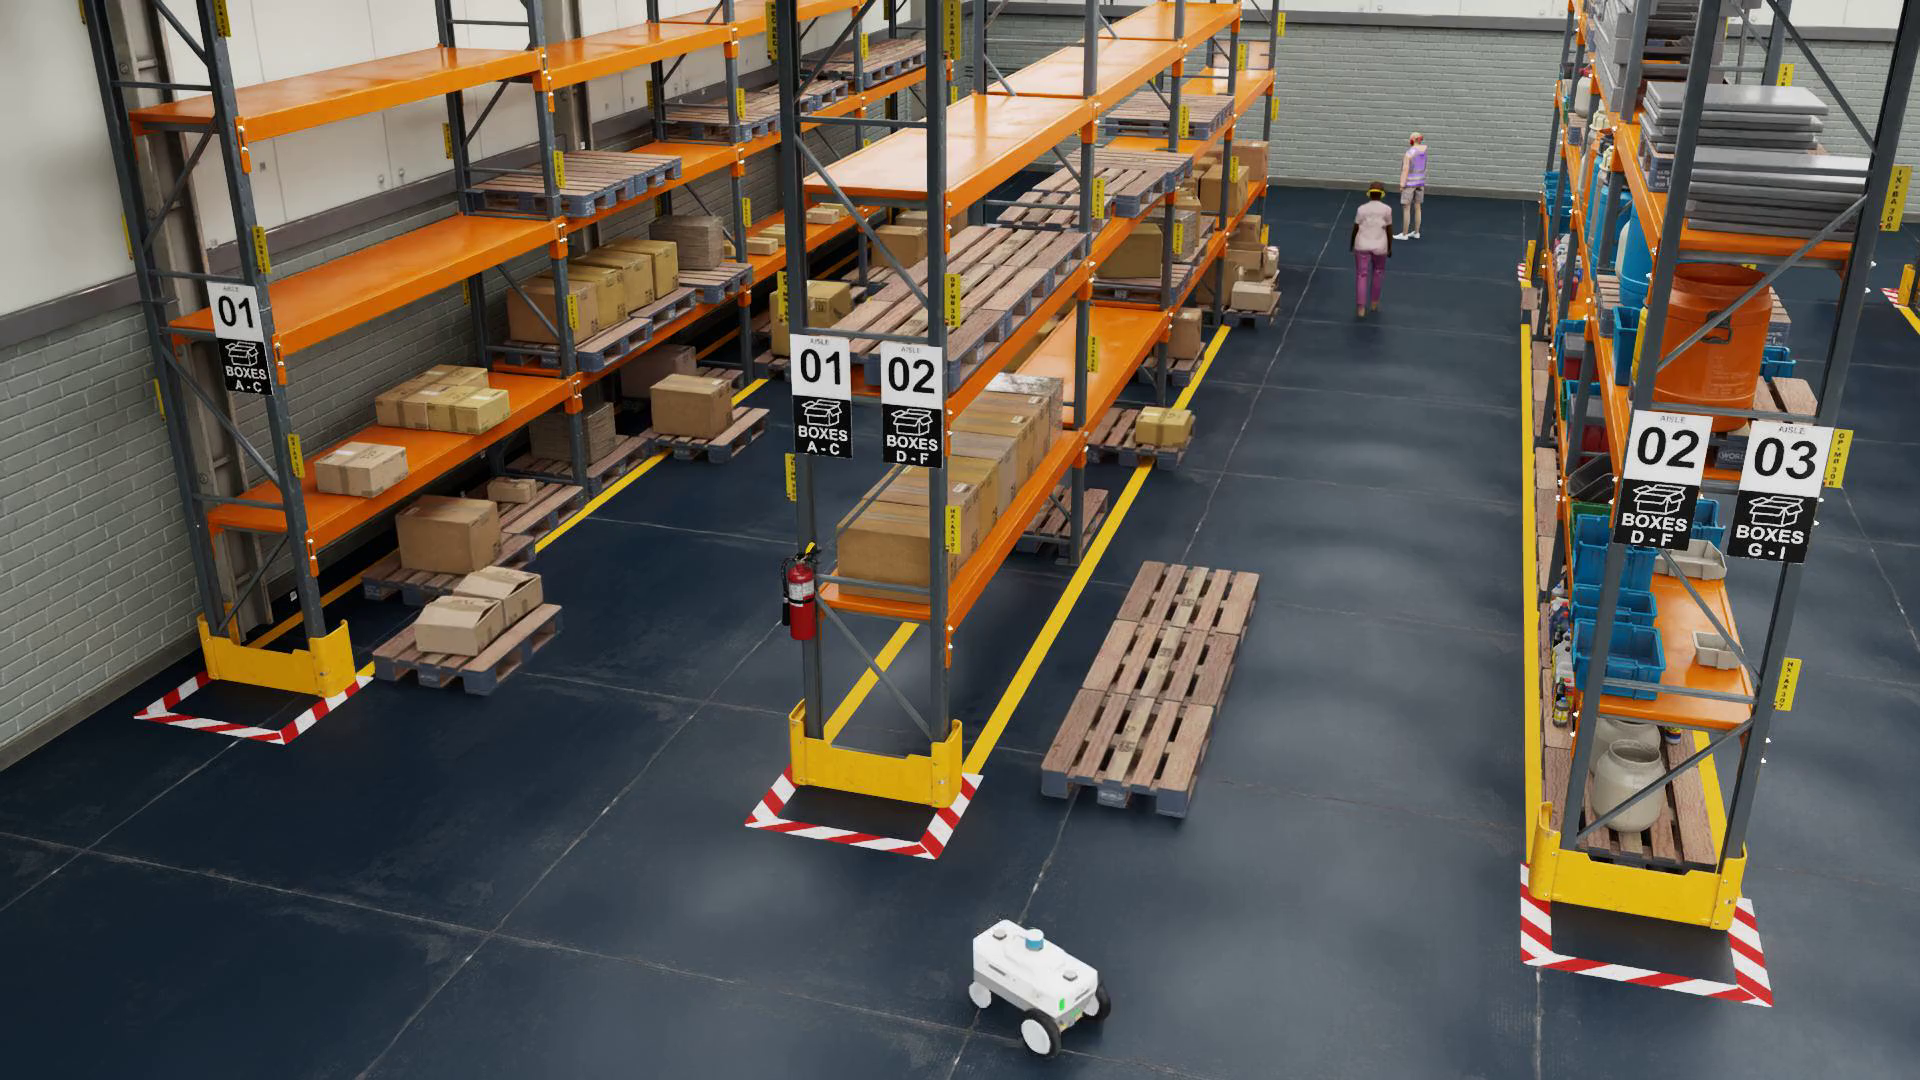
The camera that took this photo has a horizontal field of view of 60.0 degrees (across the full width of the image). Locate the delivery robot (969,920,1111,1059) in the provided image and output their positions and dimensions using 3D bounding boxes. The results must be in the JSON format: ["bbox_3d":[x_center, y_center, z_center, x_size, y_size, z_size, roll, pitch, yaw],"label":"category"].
[{"bbox_3d":[0.417,2.429,9.179,0.797,0.595,0.499,21,31,40],"label":"delivery robot"}]

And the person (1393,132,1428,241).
[{"bbox_3d":[7.176,-5.607,26.386,0.489,1.688,0.352,-14,27,-29],"label":"person"}]

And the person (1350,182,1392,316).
[{"bbox_3d":[5.544,-3.953,22.420,0.555,1.773,0.745,5,24,11],"label":"person"}]
